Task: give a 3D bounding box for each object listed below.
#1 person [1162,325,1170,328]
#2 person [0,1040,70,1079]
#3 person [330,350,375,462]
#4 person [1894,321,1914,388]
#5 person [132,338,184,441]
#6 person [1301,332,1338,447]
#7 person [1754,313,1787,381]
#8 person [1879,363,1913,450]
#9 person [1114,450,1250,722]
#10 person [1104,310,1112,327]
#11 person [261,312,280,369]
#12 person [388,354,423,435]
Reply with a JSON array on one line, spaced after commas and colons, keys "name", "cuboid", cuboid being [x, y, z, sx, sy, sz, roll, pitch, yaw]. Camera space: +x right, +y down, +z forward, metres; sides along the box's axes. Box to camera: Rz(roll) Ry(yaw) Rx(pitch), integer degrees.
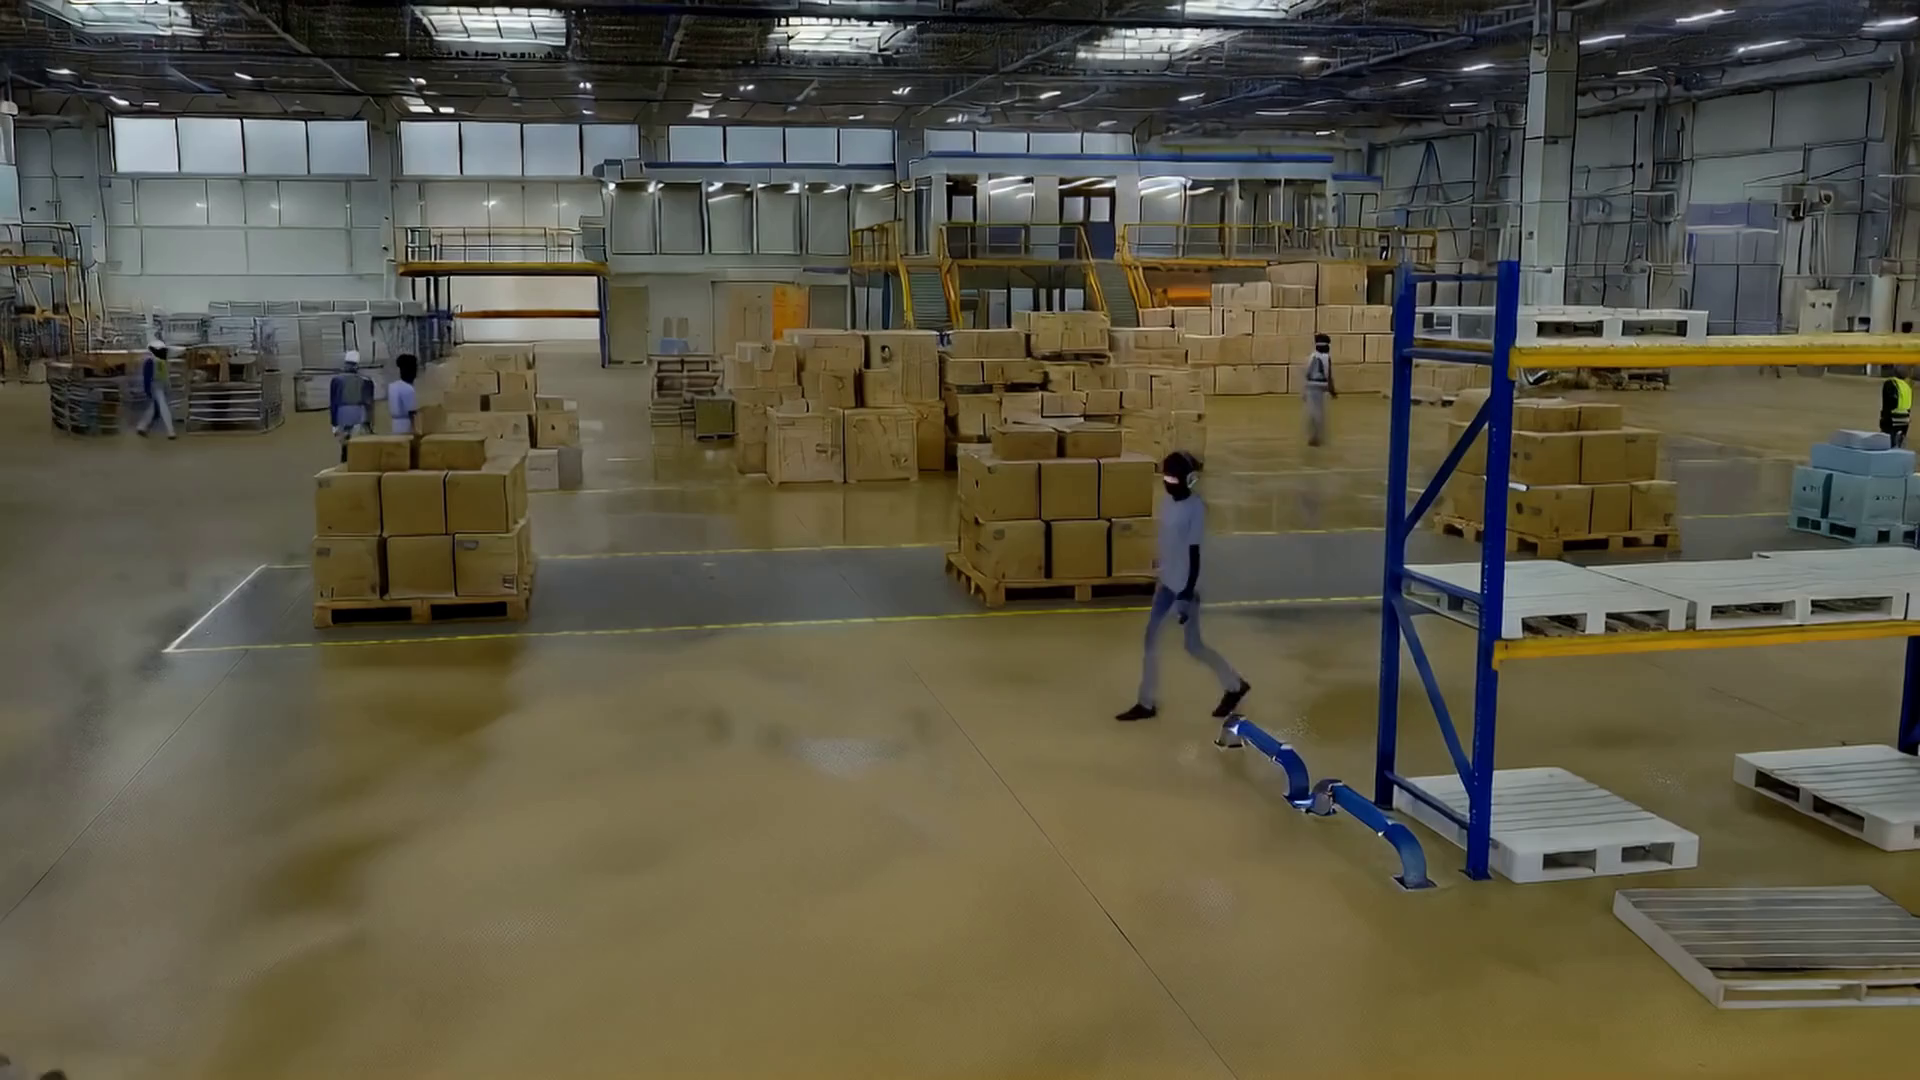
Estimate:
[{"name": "person", "cuboid": [4.051, -3.248, 32.473, 0.971, 1.868, 0.622, 7, 12, 37]}, {"name": "person", "cuboid": [-3.504, 1.149, 5.574, 0.644, 1.898, 0.920, 4, 10, 23]}, {"name": "person", "cuboid": [-8.232, -1.617, 22.521, 0.594, 1.872, 0.898, -4, 10, -25]}, {"name": "person", "cuboid": [20.766, -3.898, 36.620, 0.514, 1.819, 0.962, 2, 9, 10]}, {"name": "person", "cuboid": [-13.917, -2.589, 28.700, 0.849, 1.803, 0.588, -1, 9, -6]}, {"name": "person", "cuboid": [5.982, -2.495, 27.724, 0.491, 1.923, 0.635, 9, 13, 44]}, {"name": "person", "cuboid": [21.527, -5.118, 44.022, 0.516, 1.819, 0.749, -8, 12, -40]}, {"name": "person", "cuboid": [11.990, -1.424, 21.333, 0.584, 1.881, 0.337, -8, 12, -40]}, {"name": "person", "cuboid": [1.513, 0.305, 10.977, 0.870, 1.835, 0.527, -4, 10, -22]}, {"name": "person", "cuboid": [3.858, -5.059, 43.473, 0.567, 1.923, 0.681, 8, 13, 42]}, {"name": "person", "cuboid": [-20.247, -5.841, 48.826, 0.491, 1.695, 0.884, -2, 10, -11]}, {"name": "person", "cuboid": [-6.804, -1.329, 20.545, 0.495, 1.958, 0.672, -9, 13, -43]}]
